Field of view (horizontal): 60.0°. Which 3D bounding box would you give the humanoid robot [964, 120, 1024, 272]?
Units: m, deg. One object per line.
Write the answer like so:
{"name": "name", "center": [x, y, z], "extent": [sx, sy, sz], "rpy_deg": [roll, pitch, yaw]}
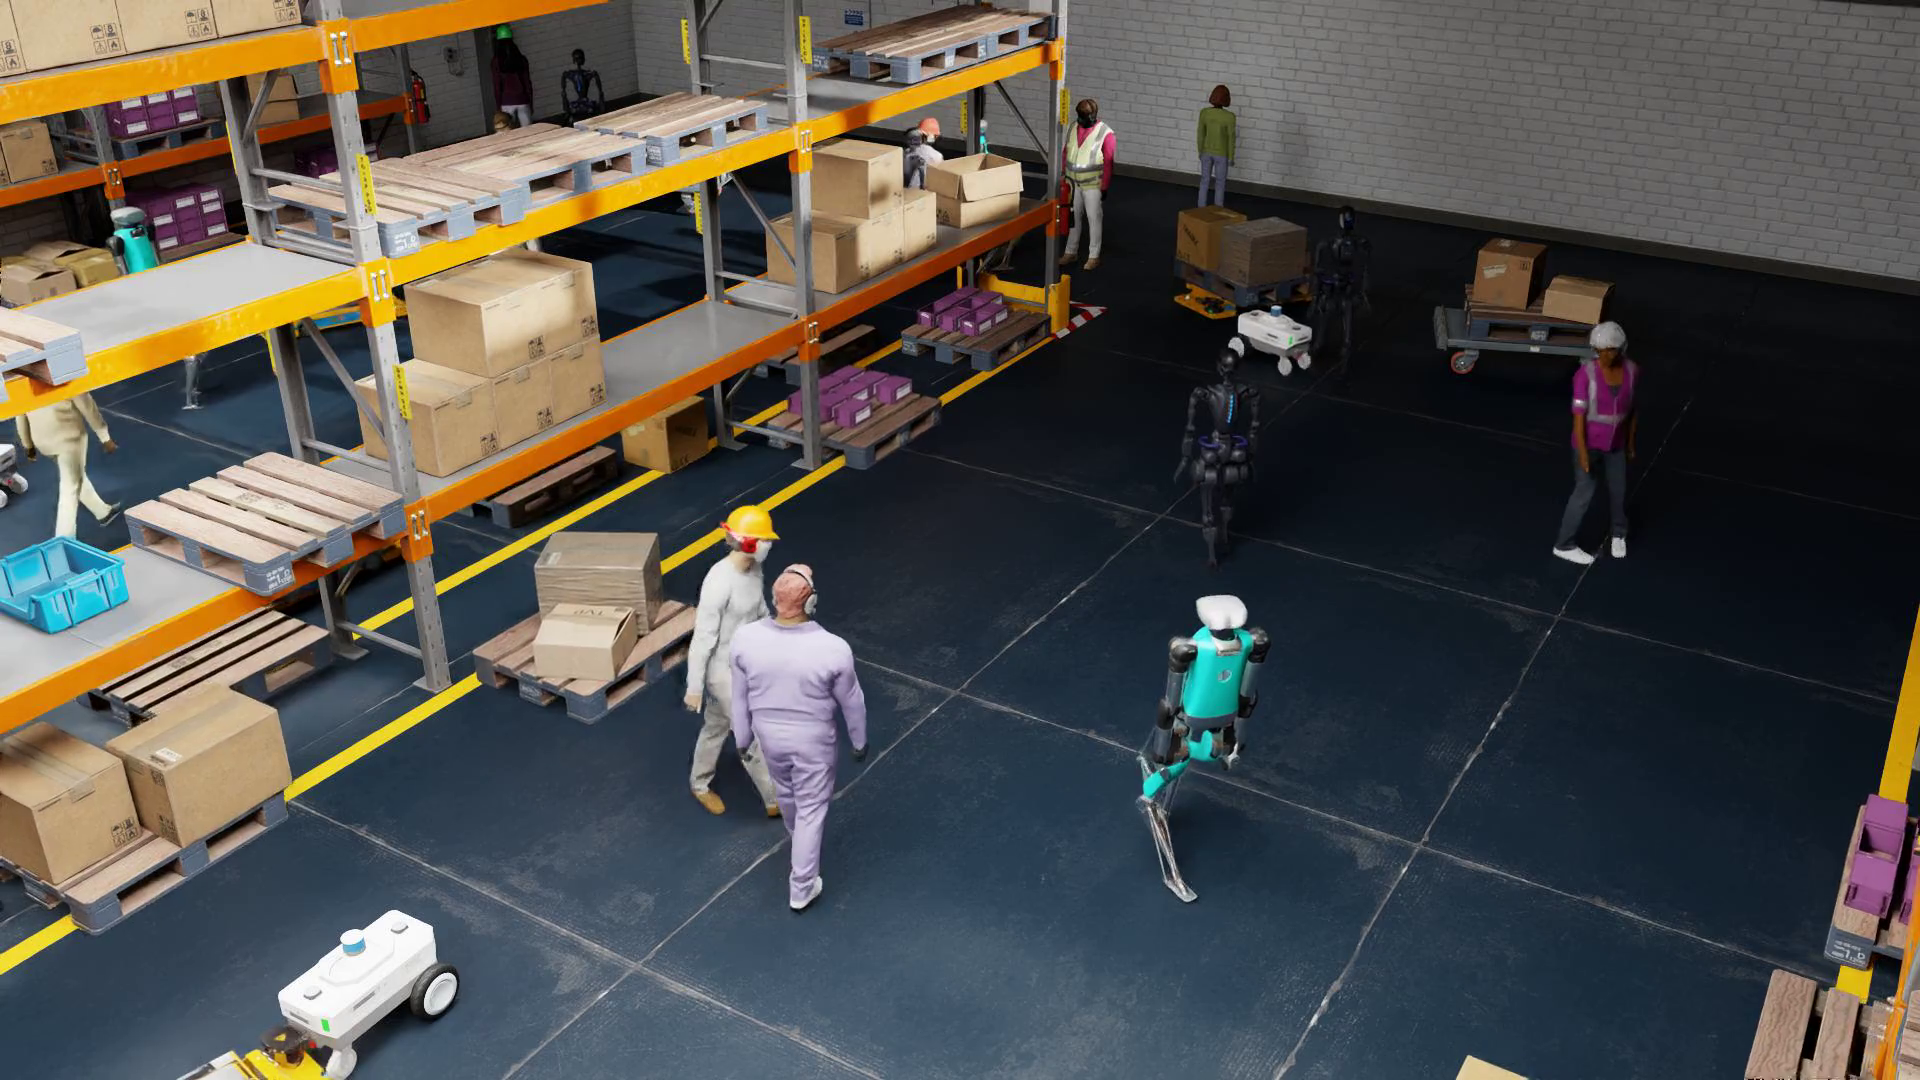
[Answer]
{"name": "humanoid robot", "center": [0.421, -3.558, 17.613], "extent": [0.841, 1.787, 0.552], "rpy_deg": [-4, 27, -8]}

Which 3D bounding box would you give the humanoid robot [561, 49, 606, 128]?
{"name": "humanoid robot", "center": [-4.878, -5.530, 21.594], "extent": [0.584, 1.642, 0.581], "rpy_deg": [0, 27, -1]}

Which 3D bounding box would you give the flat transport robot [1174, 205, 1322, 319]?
{"name": "flat transport robot", "center": [3.002, -2.565, 17.252], "extent": [1.431, 0.231, 0.659], "rpy_deg": [-14, 30, -26]}

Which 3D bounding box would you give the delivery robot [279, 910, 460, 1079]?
{"name": "delivery robot", "center": [-2.785, 2.081, 7.782], "extent": [0.499, 0.595, 0.792], "rpy_deg": [15, 30, 26]}

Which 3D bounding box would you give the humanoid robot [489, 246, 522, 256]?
{"name": "humanoid robot", "center": [-3.588, -1.701, 13.979], "extent": [0.532, 1.776, 1.010], "rpy_deg": [5, 27, 9]}

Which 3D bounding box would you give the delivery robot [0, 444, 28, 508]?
{"name": "delivery robot", "center": [-7.761, -0.560, 12.979], "extent": [0.782, 0.589, 0.499], "rpy_deg": [2, 27, 4]}

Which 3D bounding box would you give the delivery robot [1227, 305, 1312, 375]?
{"name": "delivery robot", "center": [2.934, -1.905, 15.657], "extent": [0.499, 0.614, 0.812], "rpy_deg": [-20, 33, -34]}

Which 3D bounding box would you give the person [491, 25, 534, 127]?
{"name": "person", "center": [-5.735, -5.621, 21.425], "extent": [0.488, 1.945, 0.431], "rpy_deg": [-10, 29, -19]}

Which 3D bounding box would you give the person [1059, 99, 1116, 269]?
{"name": "person", "center": [1.357, -3.876, 18.106], "extent": [0.619, 1.838, 0.430], "rpy_deg": [18, 32, 31]}

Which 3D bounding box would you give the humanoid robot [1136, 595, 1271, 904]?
{"name": "humanoid robot", "center": [1.158, 0.949, 8.744], "extent": [0.556, 1.757, 0.954], "rpy_deg": [-9, 28, -16]}

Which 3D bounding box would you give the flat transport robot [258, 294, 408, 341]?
{"name": "flat transport robot", "center": [-6.351, -2.294, 16.717], "extent": [1.431, 0.231, 0.659], "rpy_deg": [-19, 33, -33]}

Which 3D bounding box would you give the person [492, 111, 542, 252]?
{"name": "person", "center": [-4.645, -3.606, 17.538], "extent": [0.654, 1.883, 1.004], "rpy_deg": [-2, 27, -5]}

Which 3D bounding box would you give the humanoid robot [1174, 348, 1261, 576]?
{"name": "humanoid robot", "center": [1.819, -0.585, 11.802], "extent": [0.590, 1.646, 0.508], "rpy_deg": [-5, 27, -9]}

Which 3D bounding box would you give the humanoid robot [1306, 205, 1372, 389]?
{"name": "humanoid robot", "center": [3.423, -2.215, 15.023], "extent": [0.601, 1.644, 0.598], "rpy_deg": [-3, 27, -6]}

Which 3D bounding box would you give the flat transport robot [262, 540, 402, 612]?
{"name": "flat transport robot", "center": [-4.663, 0.175, 11.854], "extent": [0.659, 0.231, 1.431], "rpy_deg": [16, 31, 28]}

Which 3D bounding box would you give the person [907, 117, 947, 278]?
{"name": "person", "center": [-0.350, -3.617, 17.702], "extent": [0.569, 1.727, 0.452], "rpy_deg": [20, 33, 34]}

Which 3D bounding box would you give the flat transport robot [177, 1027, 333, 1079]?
{"name": "flat transport robot", "center": [-3.336, 2.632, 7.012], "extent": [0.659, 0.231, 1.431], "rpy_deg": [23, 35, 38]}

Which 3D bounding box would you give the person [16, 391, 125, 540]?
{"name": "person", "center": [-6.500, -0.752, 12.093], "extent": [0.588, 1.697, 0.907], "rpy_deg": [5, 27, 10]}

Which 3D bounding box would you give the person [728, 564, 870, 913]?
{"name": "person", "center": [-0.790, 0.955, 8.541], "extent": [0.669, 1.867, 0.815], "rpy_deg": [7, 28, 13]}

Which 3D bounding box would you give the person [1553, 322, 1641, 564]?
{"name": "person", "center": [4.606, -0.699, 11.869], "extent": [0.602, 1.811, 0.390], "rpy_deg": [-5, 27, -9]}

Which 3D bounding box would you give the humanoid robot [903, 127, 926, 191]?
{"name": "humanoid robot", "center": [-0.592, -3.548, 17.639], "extent": [0.425, 1.634, 0.596], "rpy_deg": [-19, 32, -33]}

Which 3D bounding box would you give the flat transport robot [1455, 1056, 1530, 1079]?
{"name": "flat transport robot", "center": [2.445, 2.819, 6.642], "extent": [0.659, 0.231, 1.431], "rpy_deg": [16, 31, 28]}

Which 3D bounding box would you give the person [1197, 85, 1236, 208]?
{"name": "person", "center": [3.018, -4.542, 19.636], "extent": [0.500, 1.633, 0.283], "rpy_deg": [20, 33, 34]}

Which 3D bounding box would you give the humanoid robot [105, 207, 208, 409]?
{"name": "humanoid robot", "center": [-6.868, -2.009, 14.547], "extent": [0.784, 1.785, 0.532], "rpy_deg": [6, 27, 11]}

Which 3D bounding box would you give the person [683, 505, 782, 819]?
{"name": "person", "center": [-1.185, 0.710, 9.073], "extent": [0.807, 1.835, 0.624], "rpy_deg": [5, 27, 9]}
